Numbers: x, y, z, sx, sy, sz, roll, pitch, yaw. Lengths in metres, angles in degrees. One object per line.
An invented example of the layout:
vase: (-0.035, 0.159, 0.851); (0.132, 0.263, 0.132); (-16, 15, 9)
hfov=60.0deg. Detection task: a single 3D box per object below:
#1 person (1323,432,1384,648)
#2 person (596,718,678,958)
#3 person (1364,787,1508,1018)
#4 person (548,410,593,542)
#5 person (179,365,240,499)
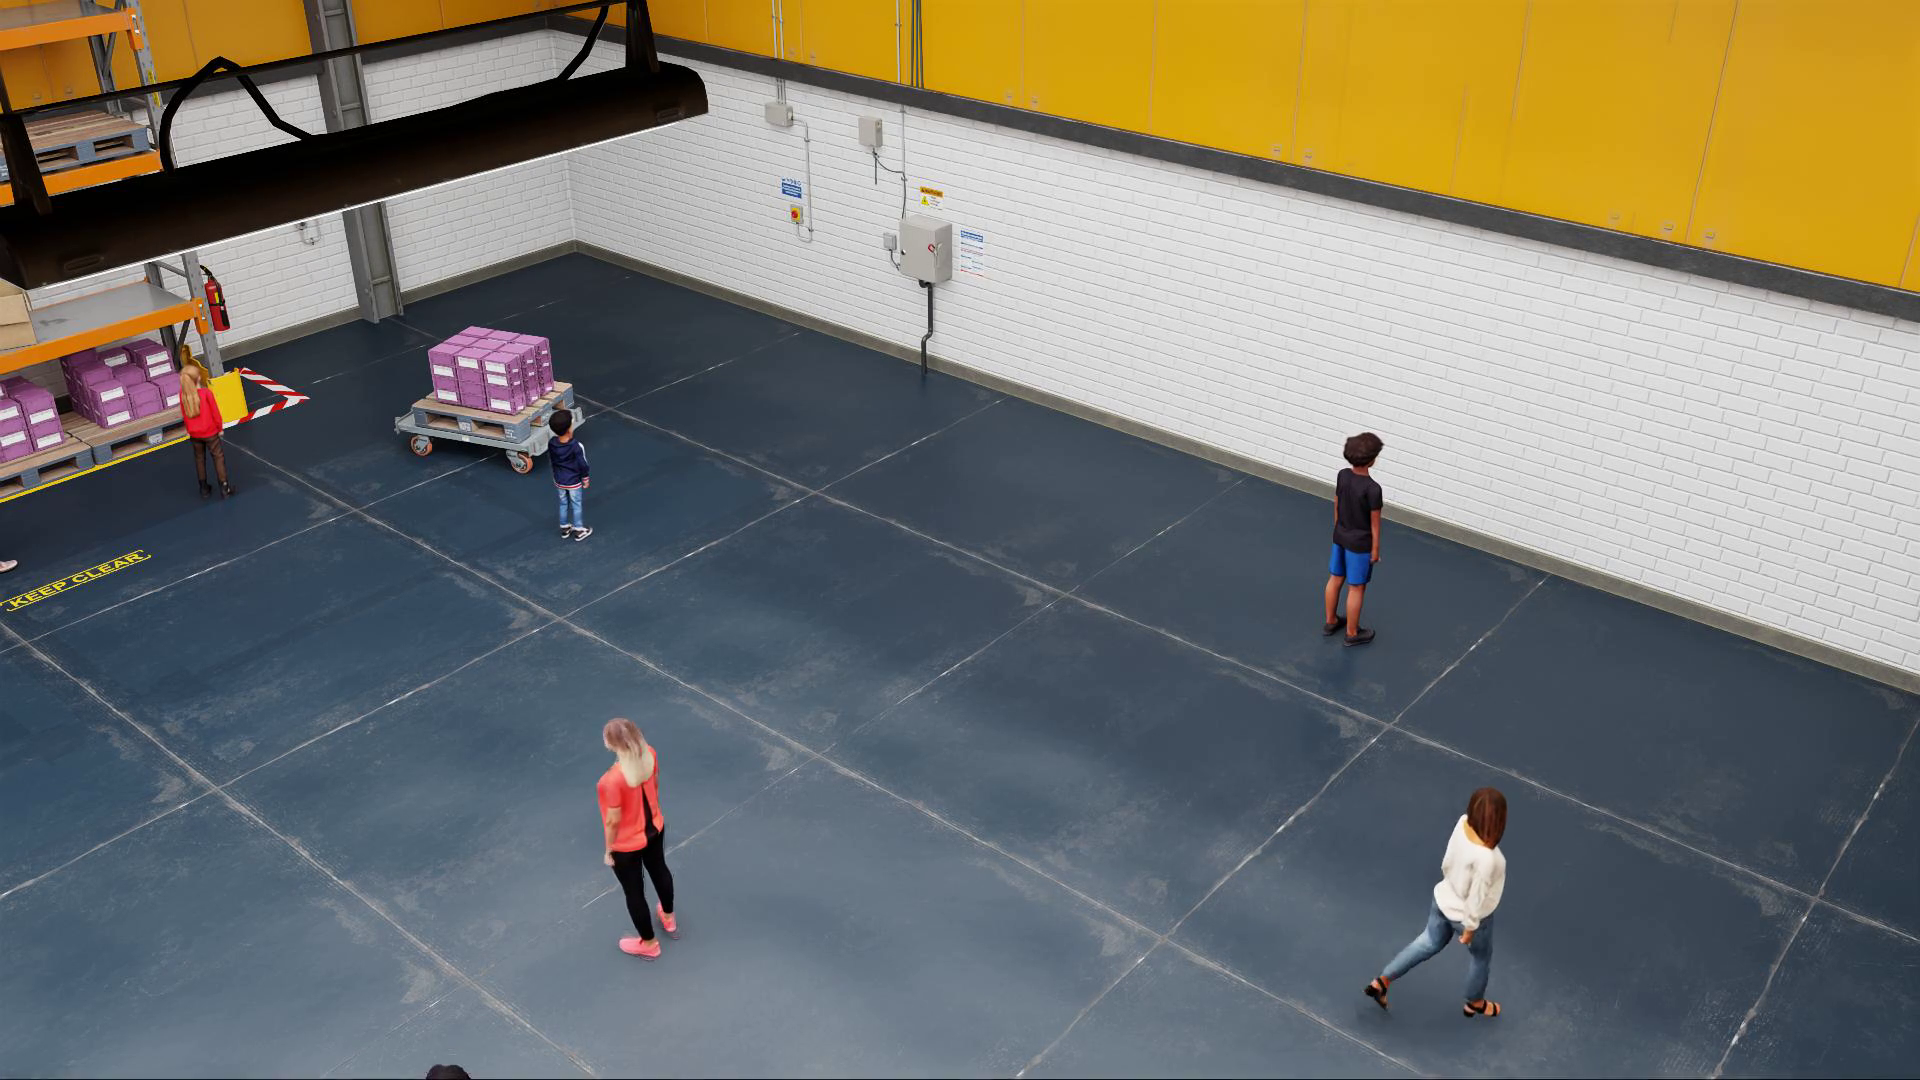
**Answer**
person: (3.085, -0.012, 13.026); (0.652, 1.796, 0.653); (-19, 34, -31)
person: (-1.899, 1.749, 9.905); (0.794, 1.692, 0.538); (20, 34, 32)
person: (2.739, 2.073, 9.355); (1.114, 1.651, 1.047); (-3, 29, -6)
person: (-3.457, -0.574, 14.656); (0.571, 1.221, 0.564); (10, 30, 17)
person: (-7.003, -1.007, 15.392); (0.576, 1.278, 0.622); (1, 29, 3)
